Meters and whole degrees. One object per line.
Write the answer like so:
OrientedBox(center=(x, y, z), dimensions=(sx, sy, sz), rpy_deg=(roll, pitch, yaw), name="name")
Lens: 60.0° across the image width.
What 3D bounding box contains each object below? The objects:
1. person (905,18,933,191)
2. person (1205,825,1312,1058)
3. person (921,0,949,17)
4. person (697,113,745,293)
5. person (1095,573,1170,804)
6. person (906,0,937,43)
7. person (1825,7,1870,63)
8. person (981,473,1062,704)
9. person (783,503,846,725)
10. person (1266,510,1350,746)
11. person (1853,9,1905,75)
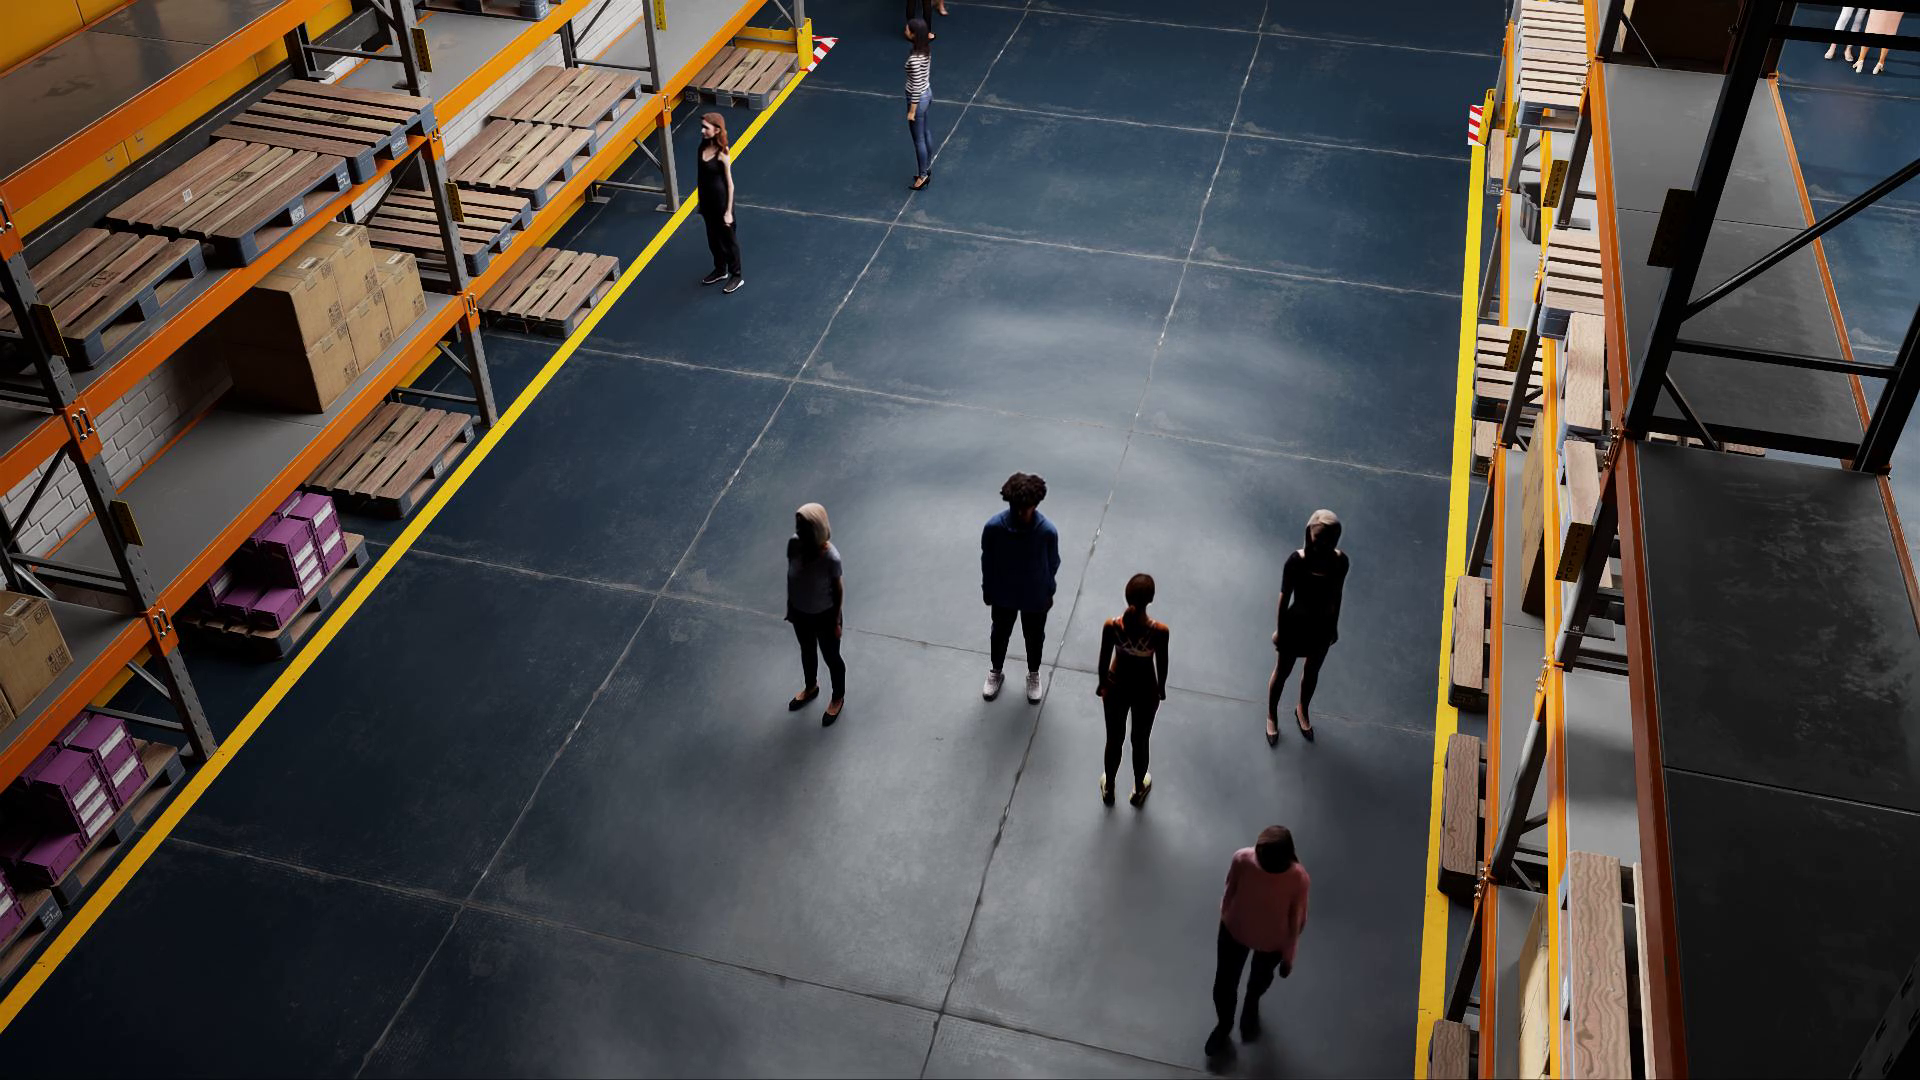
OrientedBox(center=(-0.416, -4.453, 16.997), dimensions=(0.646, 1.796, 0.411), rpy_deg=(9, 39, 11), name="person")
OrientedBox(center=(1.628, 2.049, 8.957), dimensions=(0.659, 1.670, 0.762), rpy_deg=(14, 41, 17), name="person")
OrientedBox(center=(-0.331, -7.427, 20.773), dimensions=(0.668, 1.732, 0.674), rpy_deg=(-9, 40, -12), name="person")
OrientedBox(center=(-2.227, -3.141, 15.394), dimensions=(0.656, 1.747, 0.646), rpy_deg=(27, 46, 29), name="person")
OrientedBox(center=(1.052, 0.934, 10.256), dimensions=(0.604, 1.790, 0.563), rpy_deg=(6, 39, 7), name="person")
OrientedBox(center=(-0.501, -6.872, 20.086), dimensions=(0.567, 1.722, 0.492), rpy_deg=(9, 39, 11), name="person")
OrientedBox(center=(10.702, -6.534, 19.686), dimensions=(0.558, 1.693, 0.556), rpy_deg=(13, 40, 16), name="person")
OrientedBox(center=(0.399, 0.309, 11.024), dimensions=(0.702, 1.809, 0.592), rpy_deg=(5, 39, 6), name="person")
OrientedBox(center=(-0.942, 0.458, 10.907), dimensions=(0.646, 1.722, 0.609), rpy_deg=(22, 44, 25), name="person")
OrientedBox(center=(2.227, 0.563, 10.690), dimensions=(0.653, 1.830, 0.629), rpy_deg=(-5, 39, -6), name="person")
OrientedBox(center=(10.833, -6.328, 19.317), dimensions=(0.624, 1.831, 0.576), rpy_deg=(17, 42, 20), name="person")
